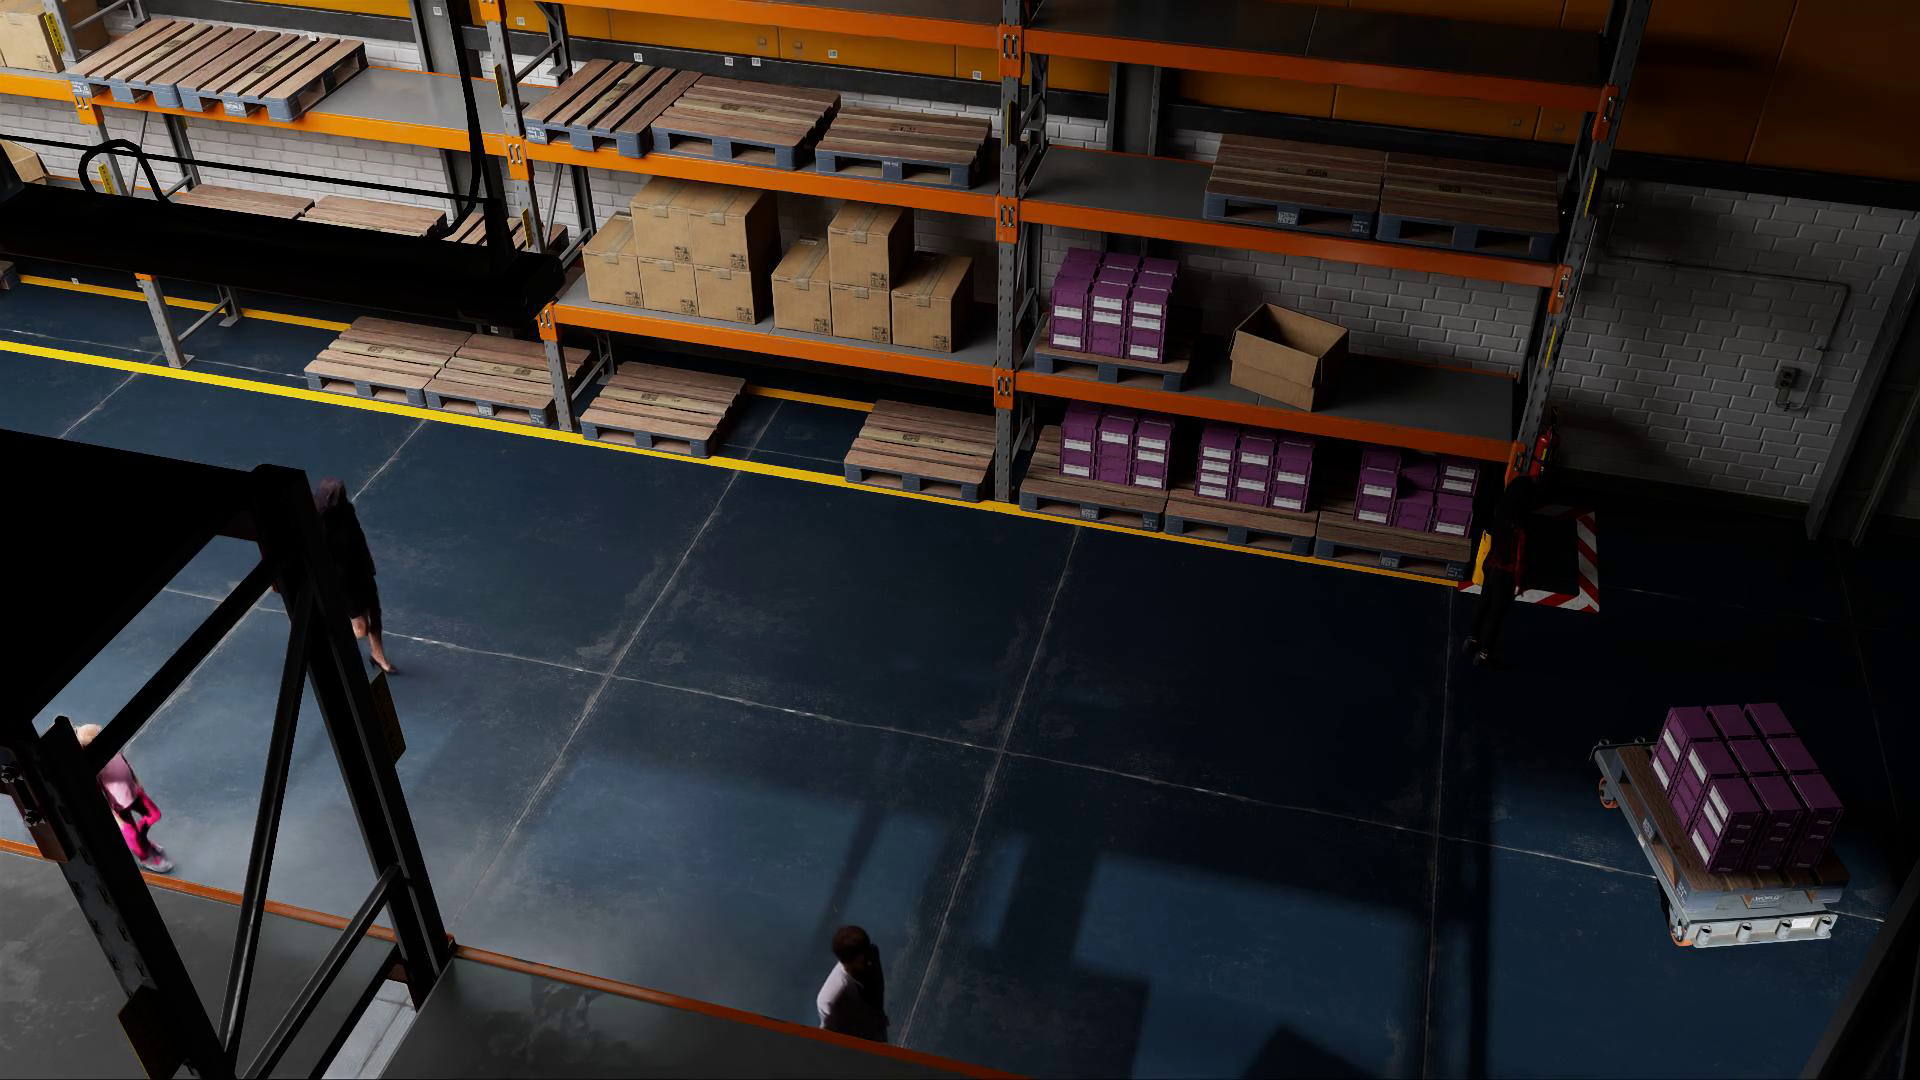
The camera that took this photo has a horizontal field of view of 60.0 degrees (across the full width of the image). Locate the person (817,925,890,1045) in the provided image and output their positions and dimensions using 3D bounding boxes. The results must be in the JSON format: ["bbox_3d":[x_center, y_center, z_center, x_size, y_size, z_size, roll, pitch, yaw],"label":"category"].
[{"bbox_3d":[-0.552,2.647,8.803,0.633,1.850,0.725,15,41,18],"label":"person"}]

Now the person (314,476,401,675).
[{"bbox_3d":[-4.390,0.289,11.805,0.747,1.789,0.623,11,40,14],"label":"person"}]

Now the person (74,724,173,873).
[{"bbox_3d":[-5.369,1.625,10.549,0.549,1.269,0.517,7,39,8],"label":"person"}]

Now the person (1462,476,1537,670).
[{"bbox_3d":[3.900,0.230,11.982,0.654,1.660,0.659,-7,39,-9],"label":"person"}]
